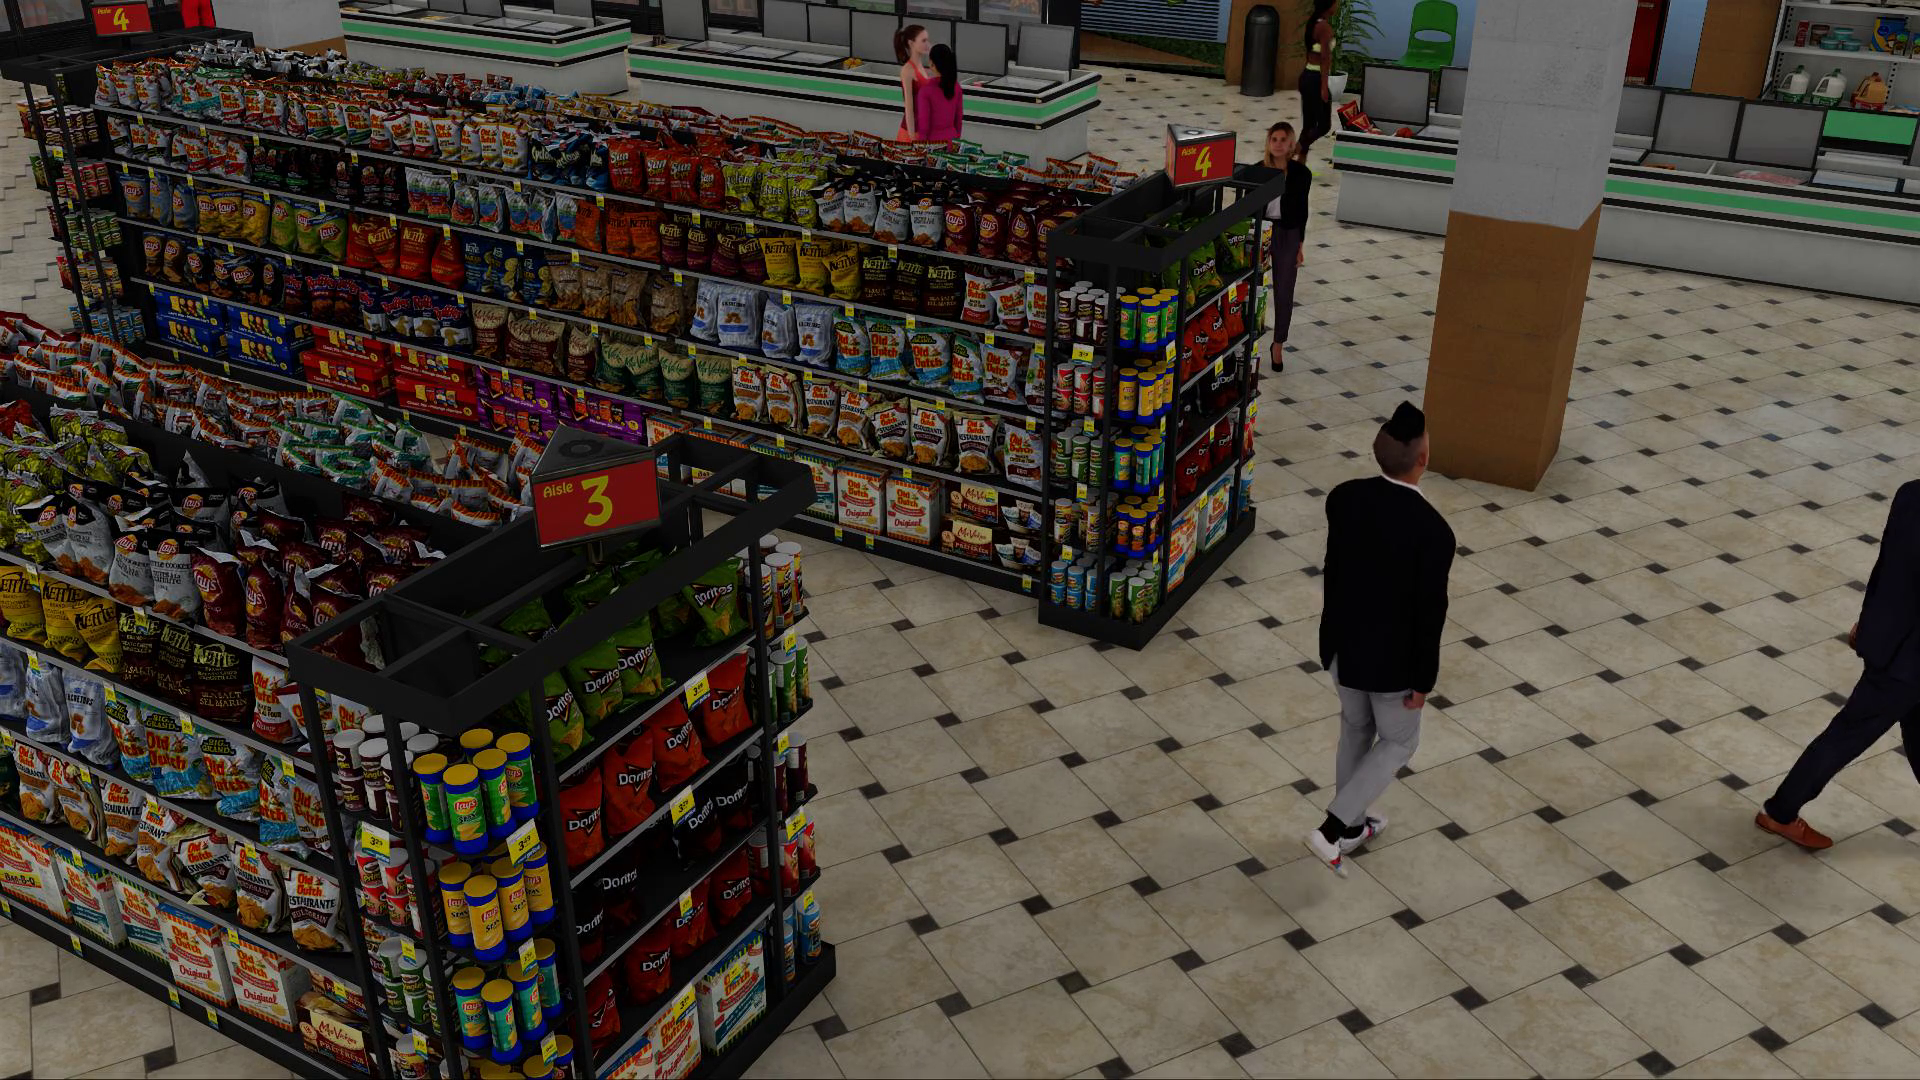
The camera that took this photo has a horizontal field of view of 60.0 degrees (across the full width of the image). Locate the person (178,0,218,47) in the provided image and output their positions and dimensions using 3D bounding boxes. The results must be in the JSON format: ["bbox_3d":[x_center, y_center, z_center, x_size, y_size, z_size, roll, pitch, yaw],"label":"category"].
[{"bbox_3d":[-8.884,-6.205,19.317,0.535,1.793,0.602,17,31,29],"label":"person"}]

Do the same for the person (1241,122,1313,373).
[{"bbox_3d":[2.068,-1.934,11.030,0.582,1.671,0.726,4,27,8],"label":"person"}]

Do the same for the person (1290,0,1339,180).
[{"bbox_3d":[3.197,-4.176,15.369,0.865,1.744,0.797,-6,28,-12],"label":"person"}]

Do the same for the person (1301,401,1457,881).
[{"bbox_3d":[1.470,0.410,6.112,0.937,1.938,0.950,-22,34,-36],"label":"person"}]

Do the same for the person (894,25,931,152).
[{"bbox_3d":[-0.364,-3.365,13.763,0.646,1.752,0.631,6,27,11],"label":"person"}]

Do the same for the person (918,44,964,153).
[{"bbox_3d":[-0.147,-3.101,13.299,0.666,1.699,0.687,-19,32,-32],"label":"person"}]

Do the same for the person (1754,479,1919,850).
[{"bbox_3d":[3.450,0.434,6.240,1.258,1.780,0.896,7,28,14],"label":"person"}]
